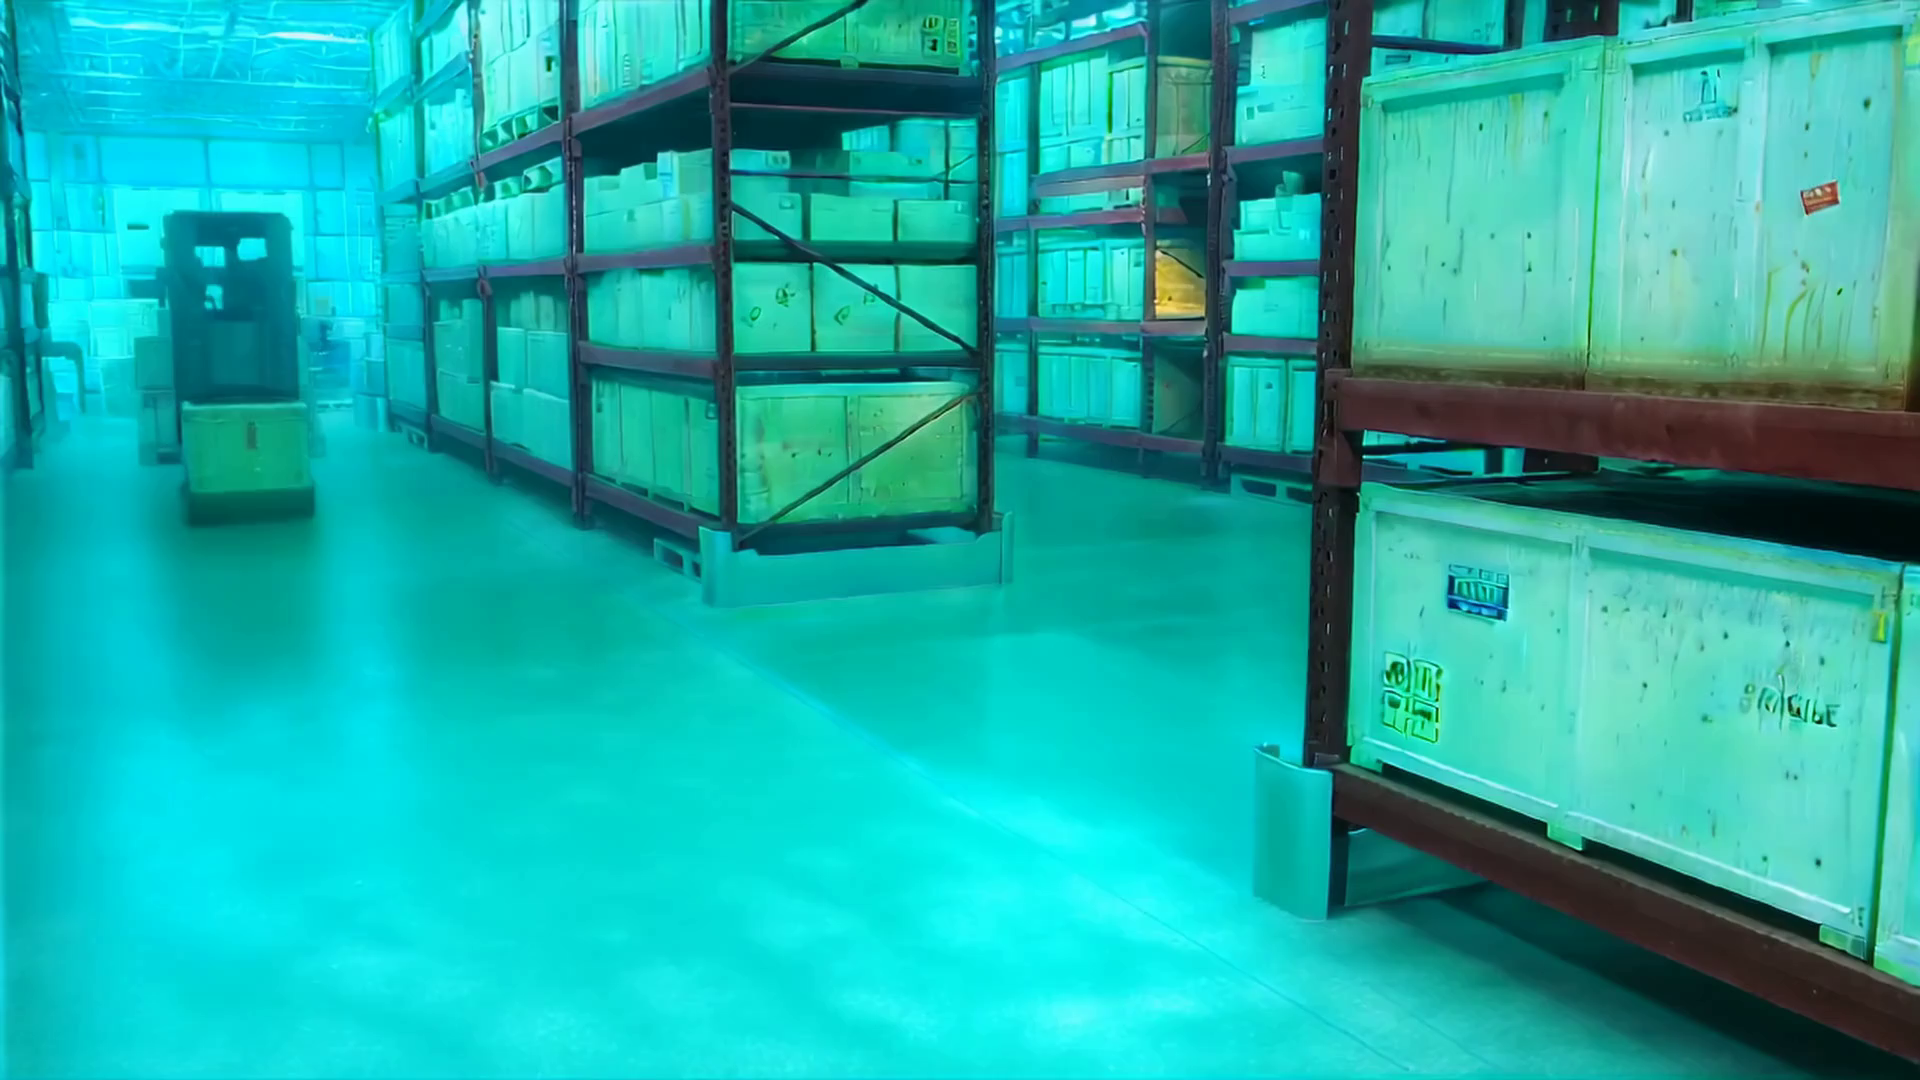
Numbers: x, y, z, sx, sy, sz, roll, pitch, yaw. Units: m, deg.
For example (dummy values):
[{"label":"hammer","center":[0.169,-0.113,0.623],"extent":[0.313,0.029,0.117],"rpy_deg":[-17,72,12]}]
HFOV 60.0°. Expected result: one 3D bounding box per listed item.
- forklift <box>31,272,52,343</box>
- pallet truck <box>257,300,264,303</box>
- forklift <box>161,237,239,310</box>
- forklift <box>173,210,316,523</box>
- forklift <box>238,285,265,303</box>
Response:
[{"label":"forklift","center":[-27.991,-6.737,50.544],"extent":[1.873,2.768,1.129],"rpy_deg":[1,8,5]},{"label":"pallet truck","center":[-23.913,-7.404,58.171],"extent":[1.885,1.965,0.823],"rpy_deg":[-1,8,-9]},{"label":"forklift","center":[-10.037,-2.619,22.145],"extent":[1.129,2.768,1.873],"rpy_deg":[-4,9,-26]},{"label":"forklift","center":[-6.718,-1.651,15.476],"extent":[1.129,2.768,1.873],"rpy_deg":[-4,9,-26]},{"label":"forklift","center":[-17.112,-5.252,40.304],"extent":[1.129,2.768,1.873],"rpy_deg":[-4,9,-26]}]
